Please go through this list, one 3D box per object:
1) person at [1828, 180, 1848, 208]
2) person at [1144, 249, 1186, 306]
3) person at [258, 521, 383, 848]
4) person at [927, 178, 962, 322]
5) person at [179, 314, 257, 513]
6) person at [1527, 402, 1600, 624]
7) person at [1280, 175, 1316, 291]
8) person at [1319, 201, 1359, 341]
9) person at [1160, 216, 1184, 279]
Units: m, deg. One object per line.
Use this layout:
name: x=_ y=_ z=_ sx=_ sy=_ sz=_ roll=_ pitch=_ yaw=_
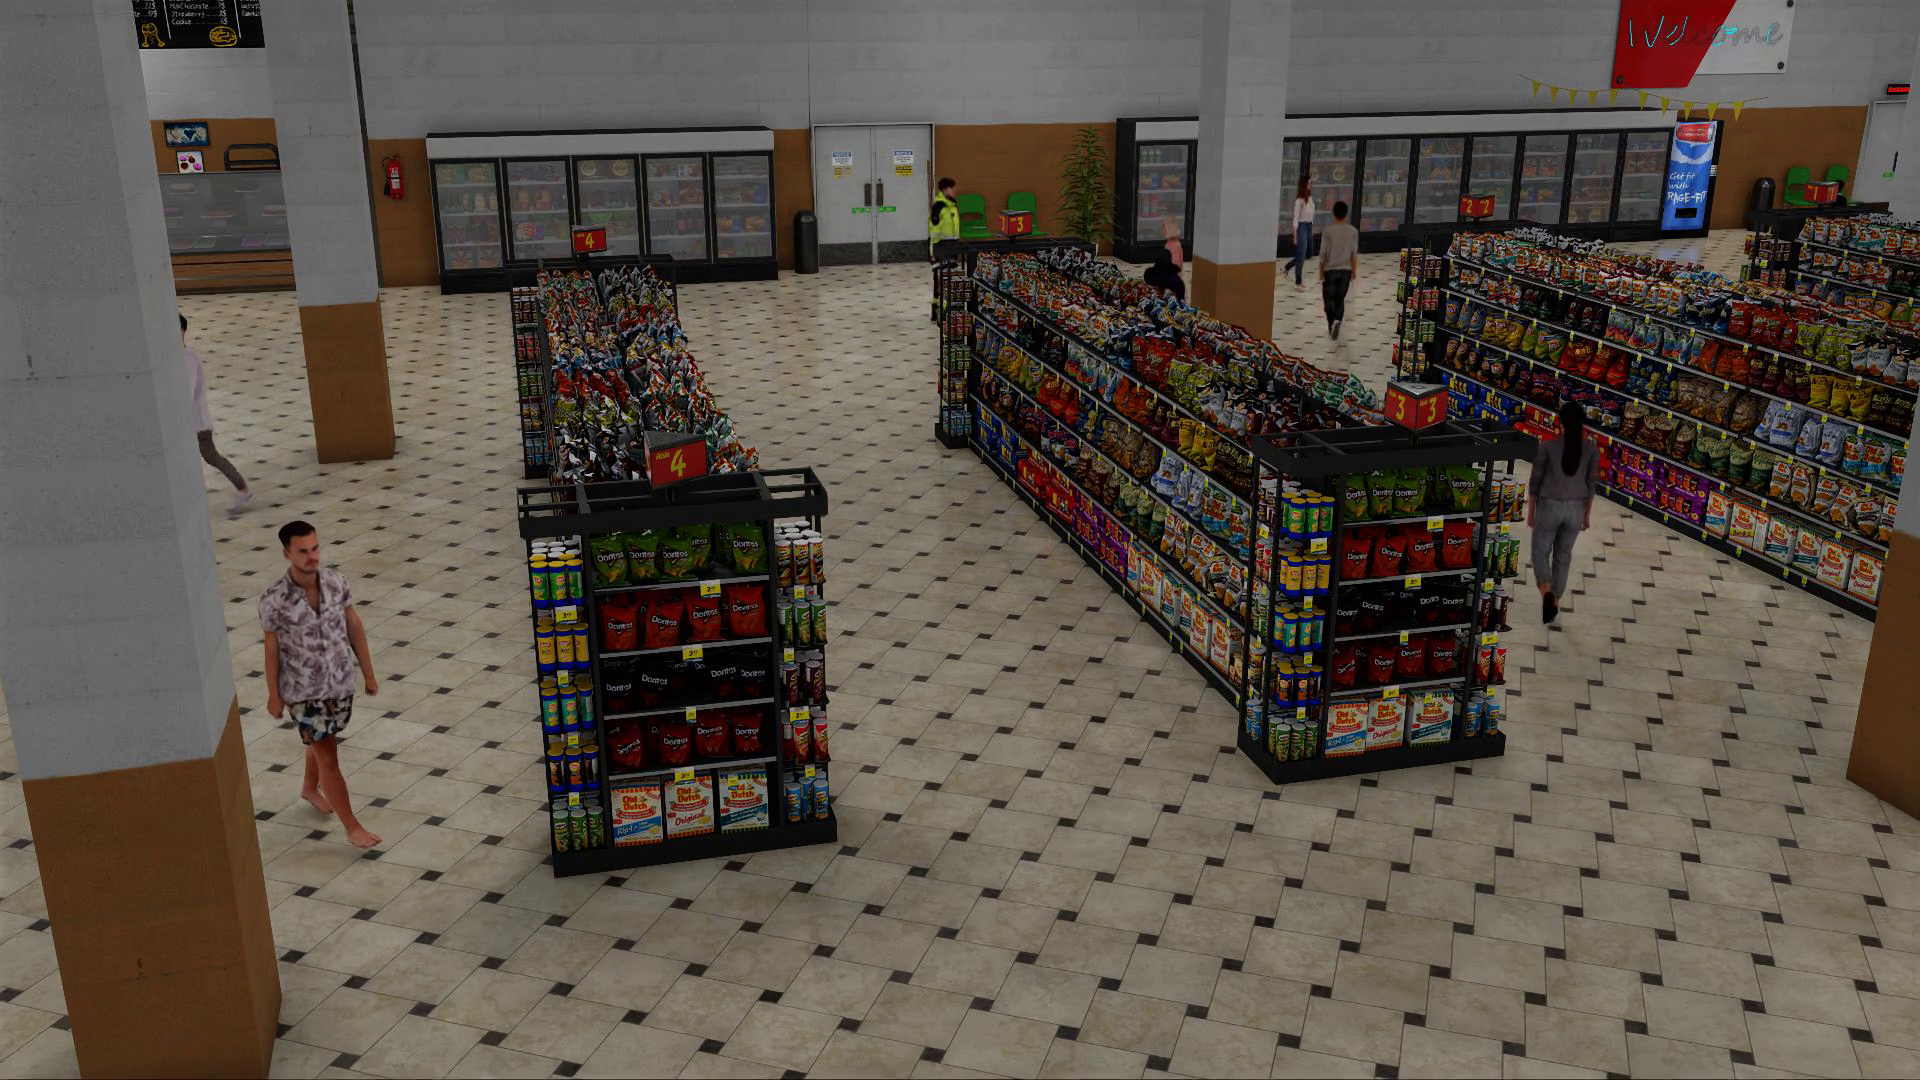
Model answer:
person: x=15.213 y=-5.635 z=28.871 sx=0.497 sy=1.223 sz=0.479 roll=-5 pitch=19 yaw=-13
person: x=2.270 y=-2.380 z=18.558 sx=0.688 sy=1.644 sz=1.081 roll=-6 pitch=20 yaw=-18
person: x=-3.543 y=0.755 z=9.065 sx=1.229 sy=1.769 sz=1.098 roll=14 pitch=23 yaw=36
person: x=-0.296 y=-3.941 z=22.686 sx=0.973 sy=1.964 sz=0.901 roll=9 pitch=21 yaw=25
person: x=-6.580 y=-1.061 z=14.399 sx=1.193 sy=1.801 sz=1.139 roll=16 pitch=24 yaw=39
person: x=4.299 y=-0.144 z=11.897 sx=0.816 sy=1.663 sz=0.964 roll=3 pitch=19 yaw=9
person: x=5.118 y=-4.657 z=25.195 sx=0.929 sy=1.717 sz=0.825 roll=16 pitch=24 yaw=38
person: x=4.883 y=-3.432 z=21.447 sx=0.829 sy=1.790 sz=1.040 roll=1 pitch=19 yaw=2
person: x=2.742 y=-3.201 z=20.951 sx=0.869 sy=1.671 sz=1.135 roll=0 pitch=19 yaw=-1
